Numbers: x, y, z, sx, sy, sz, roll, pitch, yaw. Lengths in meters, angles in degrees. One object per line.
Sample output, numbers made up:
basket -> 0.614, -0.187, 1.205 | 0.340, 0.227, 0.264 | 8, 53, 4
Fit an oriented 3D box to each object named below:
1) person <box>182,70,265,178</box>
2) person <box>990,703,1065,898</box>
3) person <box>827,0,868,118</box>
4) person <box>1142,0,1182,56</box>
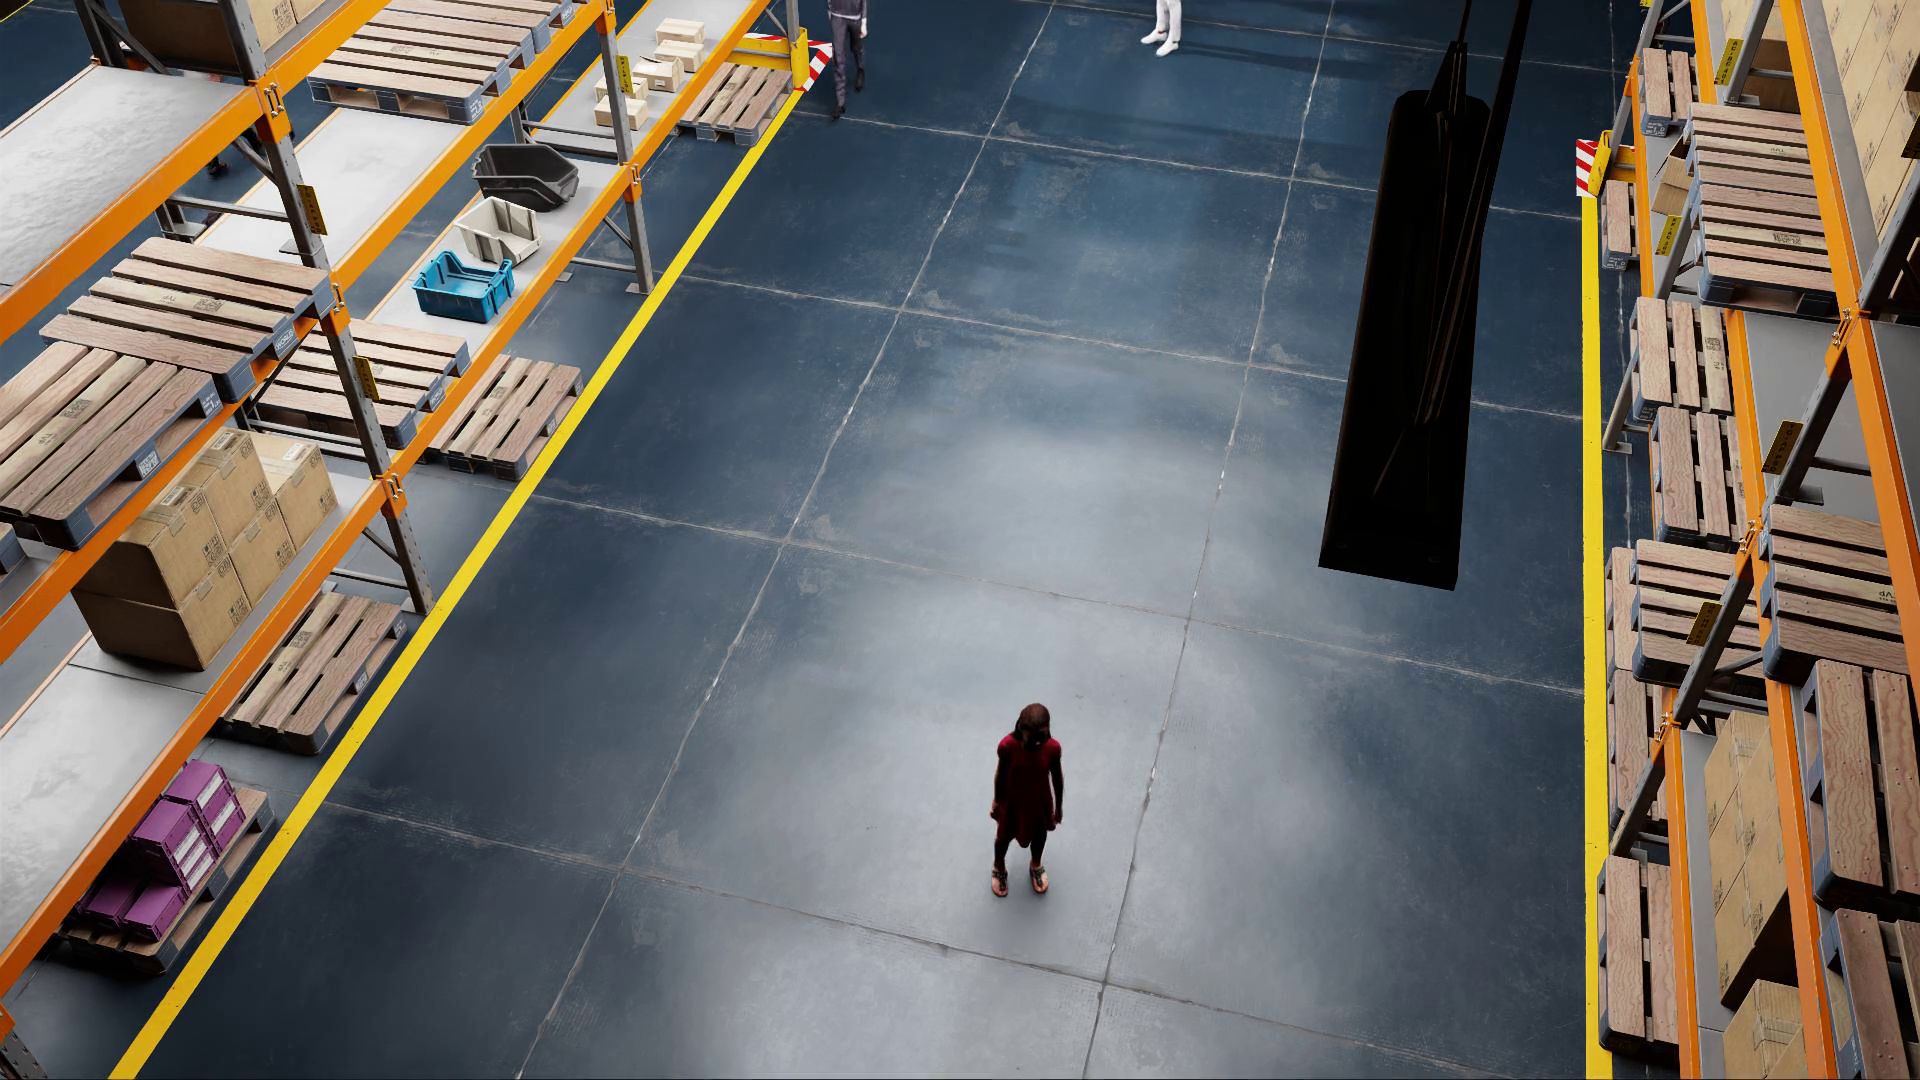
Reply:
person -> -7.022, -4.124, 15.443 | 0.680, 1.569, 1.004 | 14, 45, 14
person -> 0.390, 1.444, 9.615 | 0.648, 1.546, 0.686 | -1, 44, -1
person -> -1.075, -5.138, 16.393 | 0.681, 1.727, 1.180 | 7, 44, 7
person -> 2.175, -5.946, 17.170 | 0.844, 1.825, 0.774 | -20, 47, -20
